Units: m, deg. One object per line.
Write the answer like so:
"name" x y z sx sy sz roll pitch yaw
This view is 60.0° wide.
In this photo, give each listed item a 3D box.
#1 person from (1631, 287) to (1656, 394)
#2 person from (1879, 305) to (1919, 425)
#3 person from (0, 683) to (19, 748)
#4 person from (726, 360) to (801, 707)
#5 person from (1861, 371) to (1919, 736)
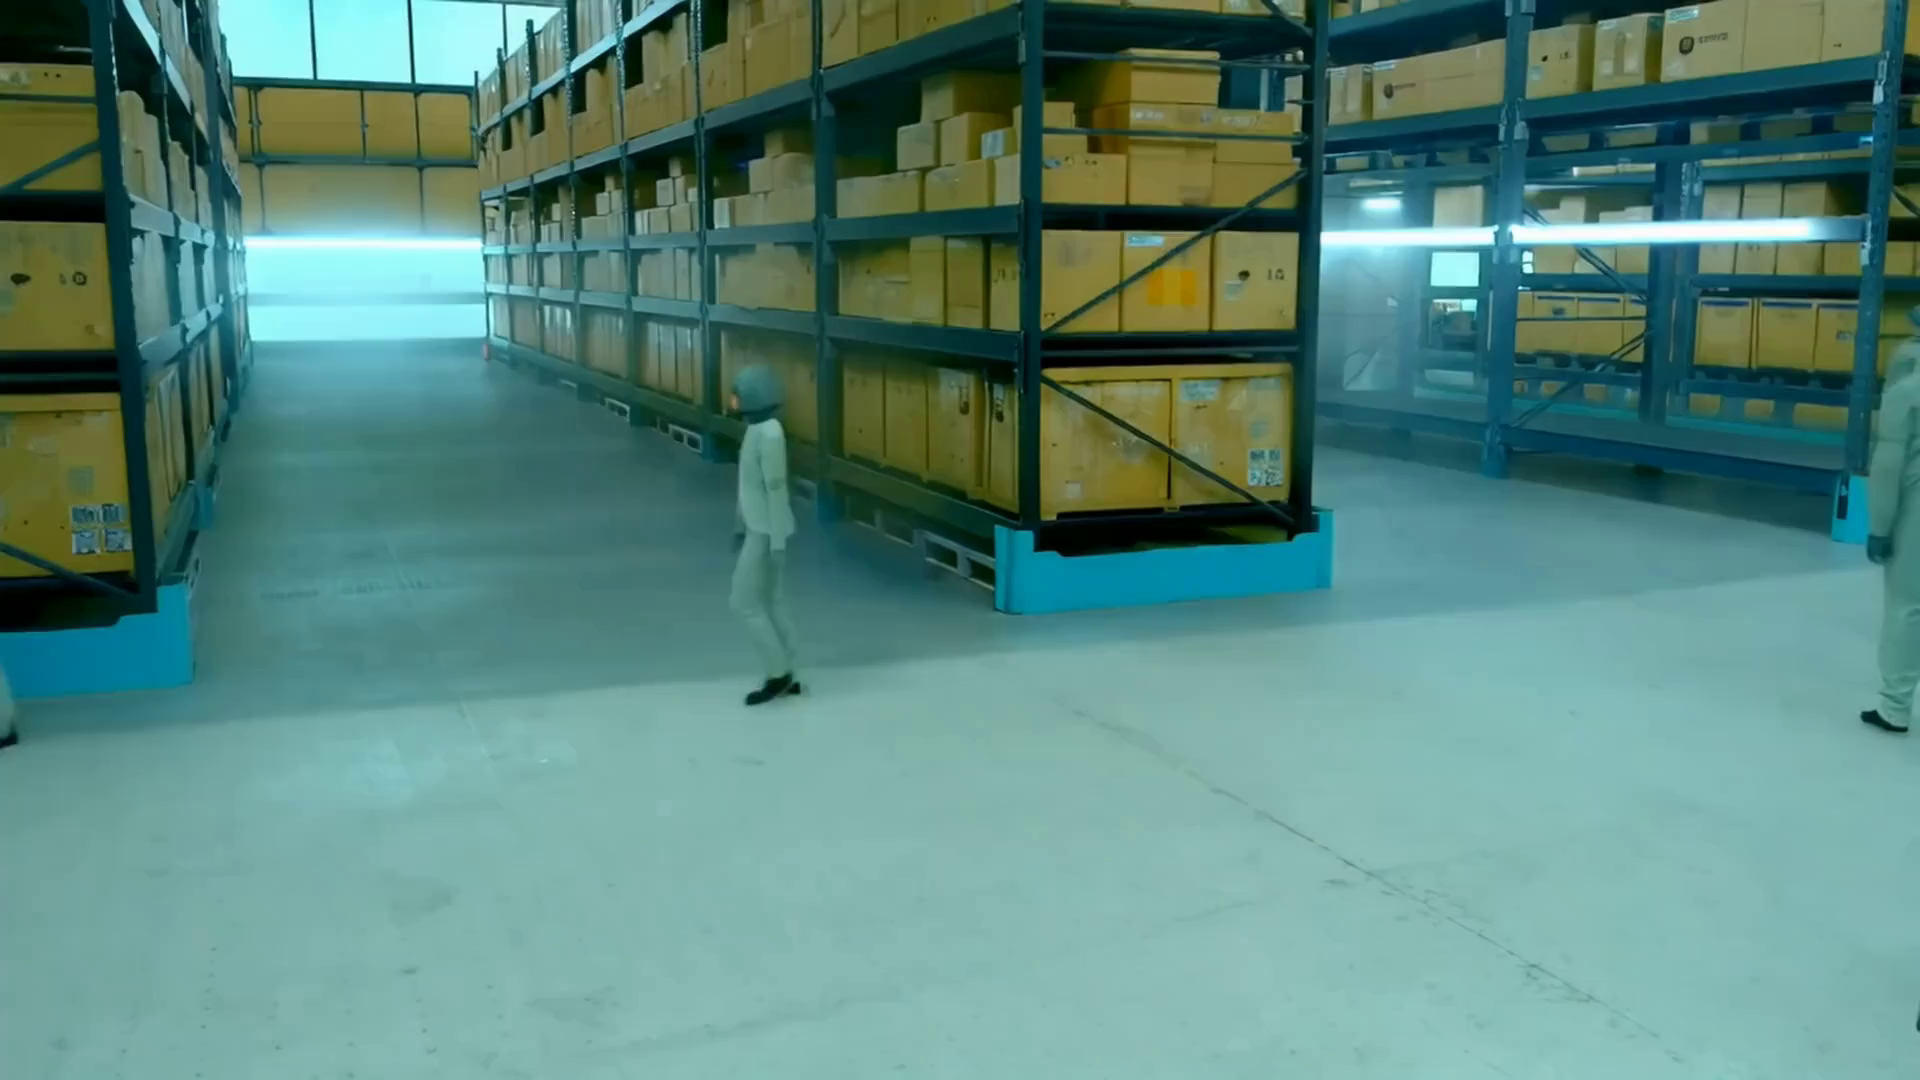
"person" 10.859 -3.173 26.204 0.533 1.767 0.326 -3 10 -16
"person" 6.591 -0.735 11.450 0.475 1.802 0.585 6 11 32
"person" -4.440 0.080 6.899 0.888 1.696 0.506 -4 10 -24
"person" -0.924 -0.025 7.760 0.417 1.622 0.498 -2 10 -12
"person" 4.285 -0.077 7.274 0.651 1.899 0.398 1 10 5
